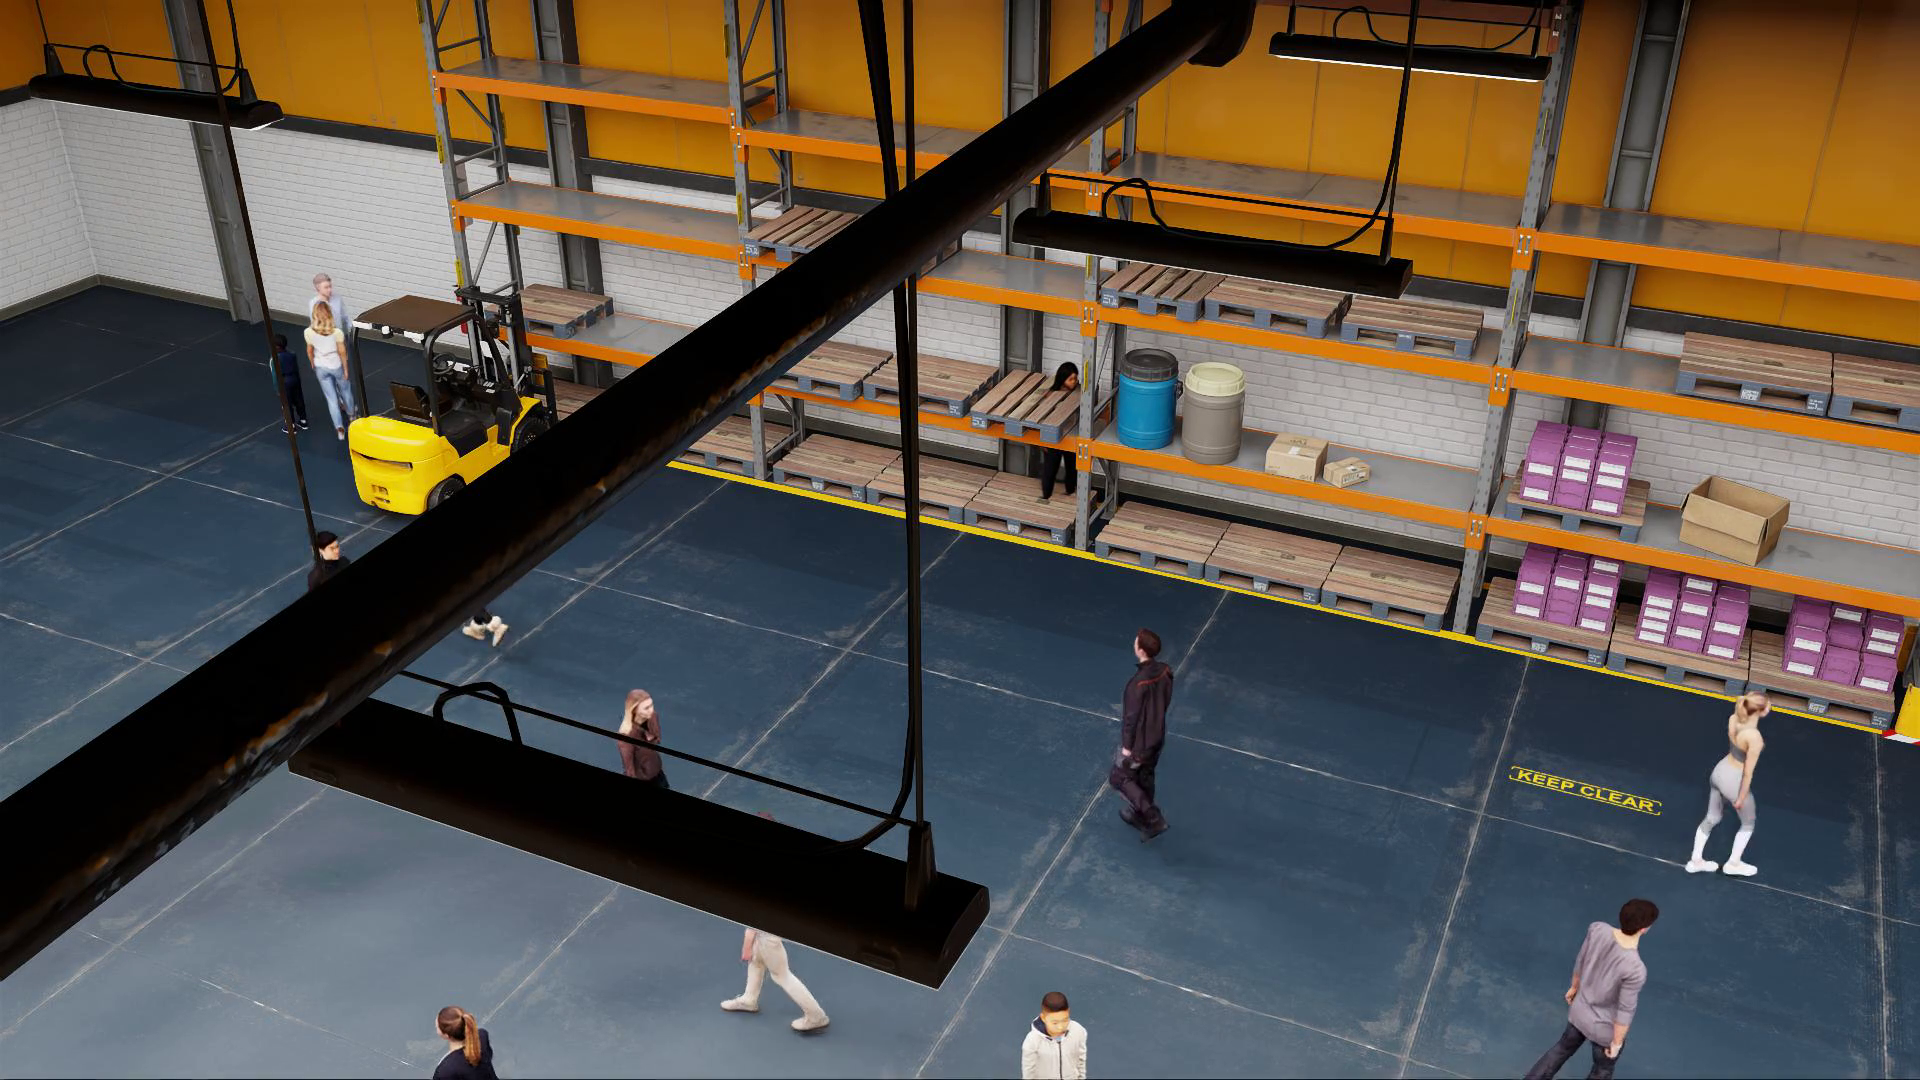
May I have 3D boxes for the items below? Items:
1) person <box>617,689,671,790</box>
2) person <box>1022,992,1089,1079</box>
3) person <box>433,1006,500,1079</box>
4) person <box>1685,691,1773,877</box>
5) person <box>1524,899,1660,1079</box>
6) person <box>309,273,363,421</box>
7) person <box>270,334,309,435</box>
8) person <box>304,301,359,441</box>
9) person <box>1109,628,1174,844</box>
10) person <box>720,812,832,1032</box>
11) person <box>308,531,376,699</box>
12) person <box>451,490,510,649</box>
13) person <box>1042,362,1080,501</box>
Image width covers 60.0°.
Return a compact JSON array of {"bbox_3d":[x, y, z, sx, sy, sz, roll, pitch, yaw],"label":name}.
[{"bbox_3d":[-2.521,1.855,12.914,1.053,1.666,0.709,16,33,27],"label":"person"},{"bbox_3d":[0.577,3.370,10.362,0.648,1.452,0.703,-11,30,-19],"label":"person"},{"bbox_3d":[-2.842,3.459,9.988,1.106,1.654,0.704,17,33,28],"label":"person"},{"bbox_3d":[5.872,1.890,12.828,0.856,1.687,0.770,-5,29,-10],"label":"person"},{"bbox_3d":[3.994,3.037,10.587,1.065,1.820,1.005,-11,31,-20],"label":"person"},{"bbox_3d":[-7.787,-2.398,20.508,0.907,1.861,0.686,14,32,24],"label":"person"},{"bbox_3d":[-8.188,-1.917,20.259,0.516,1.255,0.535,19,34,31],"label":"person"},{"bbox_3d":[-7.572,-2.007,19.960,1.019,1.699,1.025,-5,29,-10],"label":"person"},{"bbox_3d":[1.498,1.597,13.150,0.942,1.894,0.833,24,37,37],"label":"person"},{"bbox_3d":[-1.215,2.636,11.316,1.144,1.826,0.854,5,29,8],"label":"person"},{"bbox_3d":[-5.644,0.679,15.016,0.570,1.719,0.649,13,31,23],"label":"person"},{"bbox_3d":[-4.602,0.298,15.795,0.883,1.641,0.599,14,32,25],"label":"person"},{"bbox_3d":[1.133,-1.119,18.213,0.770,1.814,0.831,-10,30,-18],"label":"person"}]
